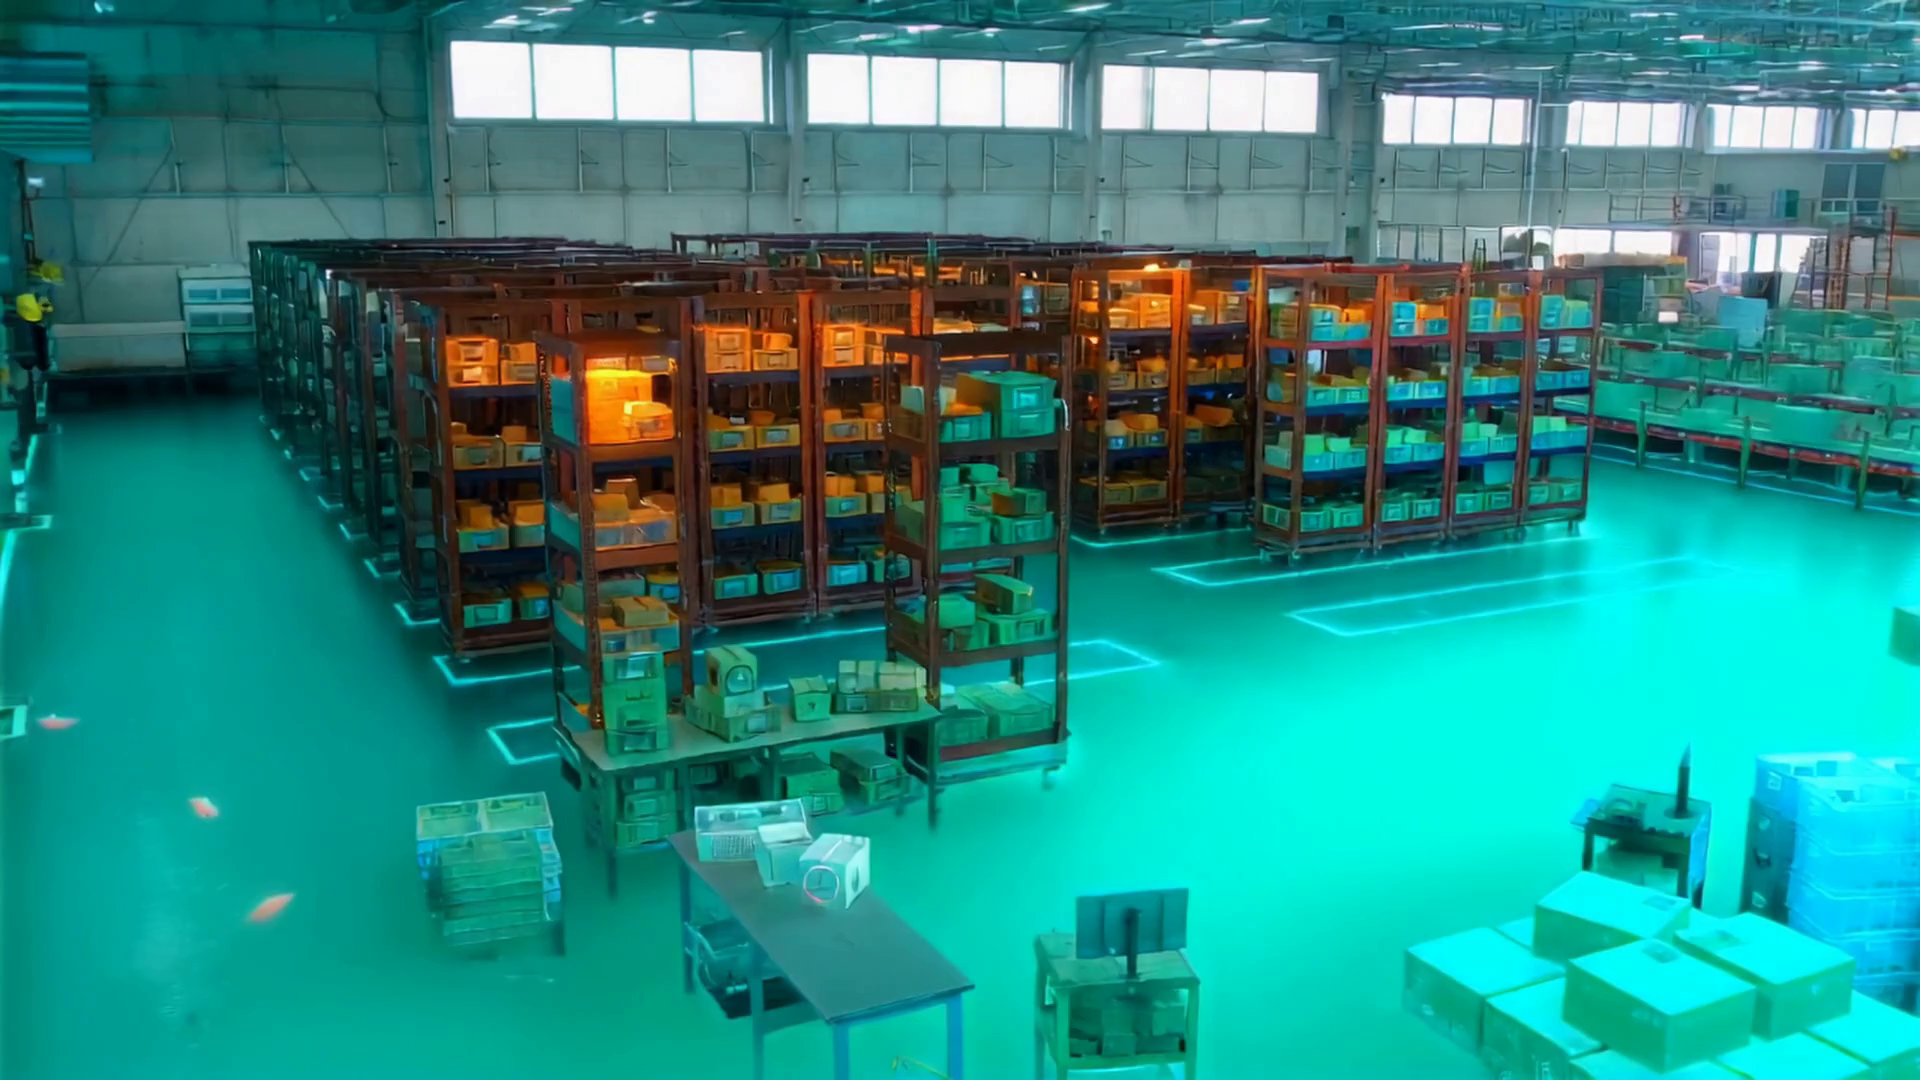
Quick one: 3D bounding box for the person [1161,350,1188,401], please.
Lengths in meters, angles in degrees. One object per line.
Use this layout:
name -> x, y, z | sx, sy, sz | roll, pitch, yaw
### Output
person -> 4.739, -4.071, 36.670 | 0.643, 1.971, 1.121 | 1, 12, 3
